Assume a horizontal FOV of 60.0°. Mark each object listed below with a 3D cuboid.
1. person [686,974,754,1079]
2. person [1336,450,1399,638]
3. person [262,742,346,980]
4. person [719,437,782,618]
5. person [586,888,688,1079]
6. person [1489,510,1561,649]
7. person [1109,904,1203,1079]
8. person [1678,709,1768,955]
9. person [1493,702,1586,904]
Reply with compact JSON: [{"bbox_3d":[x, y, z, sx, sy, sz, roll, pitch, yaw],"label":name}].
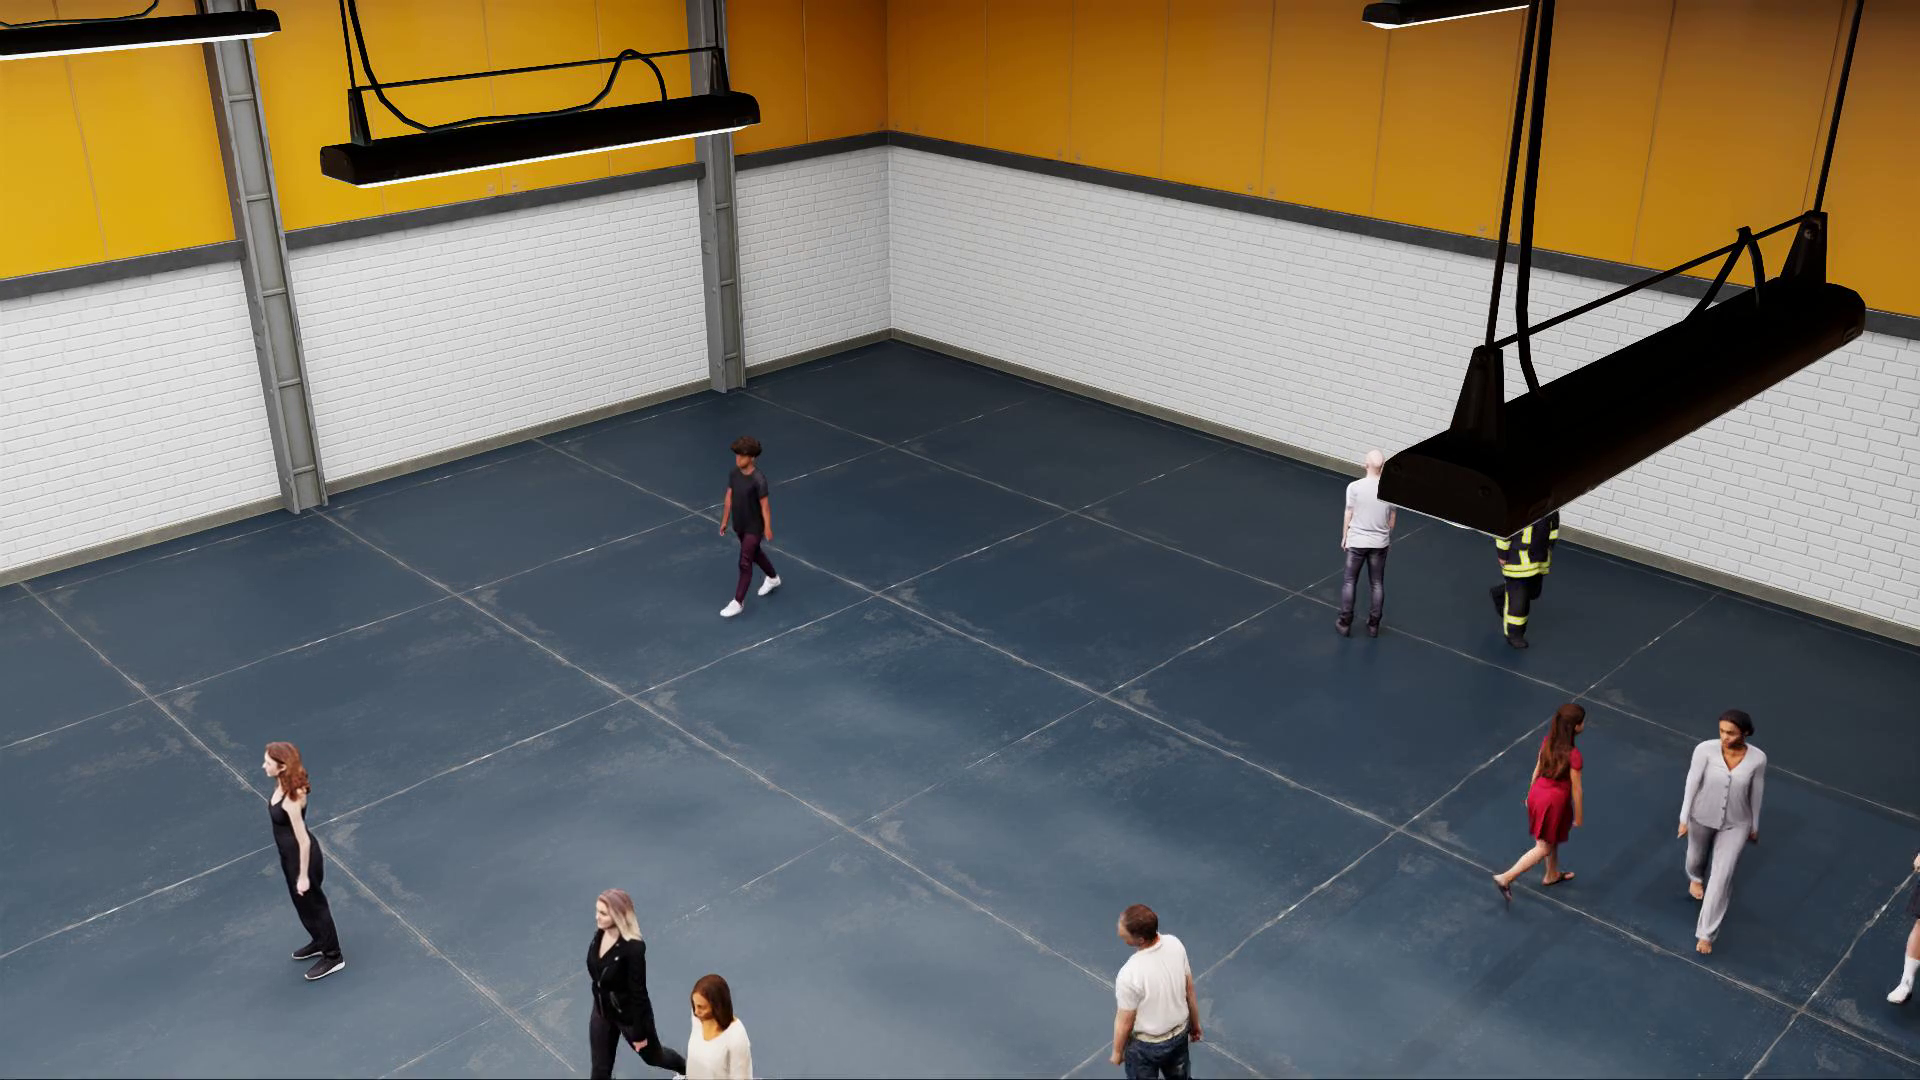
[{"bbox_3d":[-1.191,3.005,9.028,0.675,1.637,1.101,19,30,37],"label":"person"},{"bbox_3d":[3.812,0.032,15.588,0.732,1.830,0.799,-1,24,-2],"label":"person"},{"bbox_3d":[-4.344,2.090,10.985,0.557,1.747,0.625,-16,28,-32],"label":"person"},{"bbox_3d":[-2.000,-0.185,16.192,0.612,1.745,1.107,21,31,39],"label":"person"},{"bbox_3d":[-1.863,2.727,9.653,0.649,1.647,1.123,19,30,37],"label":"person"},{"bbox_3d":[5.215,0.043,15.463,1.071,1.910,1.068,-8,25,-19],"label":"person"},{"bbox_3d":[1.164,2.811,9.257,0.647,1.808,0.983,-10,26,-22],"label":"person"},{"bbox_3d":[5.239,1.894,11.495,0.968,1.698,1.263,9,25,21],"label":"person"},{"bbox_3d":[4.122,1.877,11.750,1.068,1.525,0.826,-9,25,-19],"label":"person"}]
